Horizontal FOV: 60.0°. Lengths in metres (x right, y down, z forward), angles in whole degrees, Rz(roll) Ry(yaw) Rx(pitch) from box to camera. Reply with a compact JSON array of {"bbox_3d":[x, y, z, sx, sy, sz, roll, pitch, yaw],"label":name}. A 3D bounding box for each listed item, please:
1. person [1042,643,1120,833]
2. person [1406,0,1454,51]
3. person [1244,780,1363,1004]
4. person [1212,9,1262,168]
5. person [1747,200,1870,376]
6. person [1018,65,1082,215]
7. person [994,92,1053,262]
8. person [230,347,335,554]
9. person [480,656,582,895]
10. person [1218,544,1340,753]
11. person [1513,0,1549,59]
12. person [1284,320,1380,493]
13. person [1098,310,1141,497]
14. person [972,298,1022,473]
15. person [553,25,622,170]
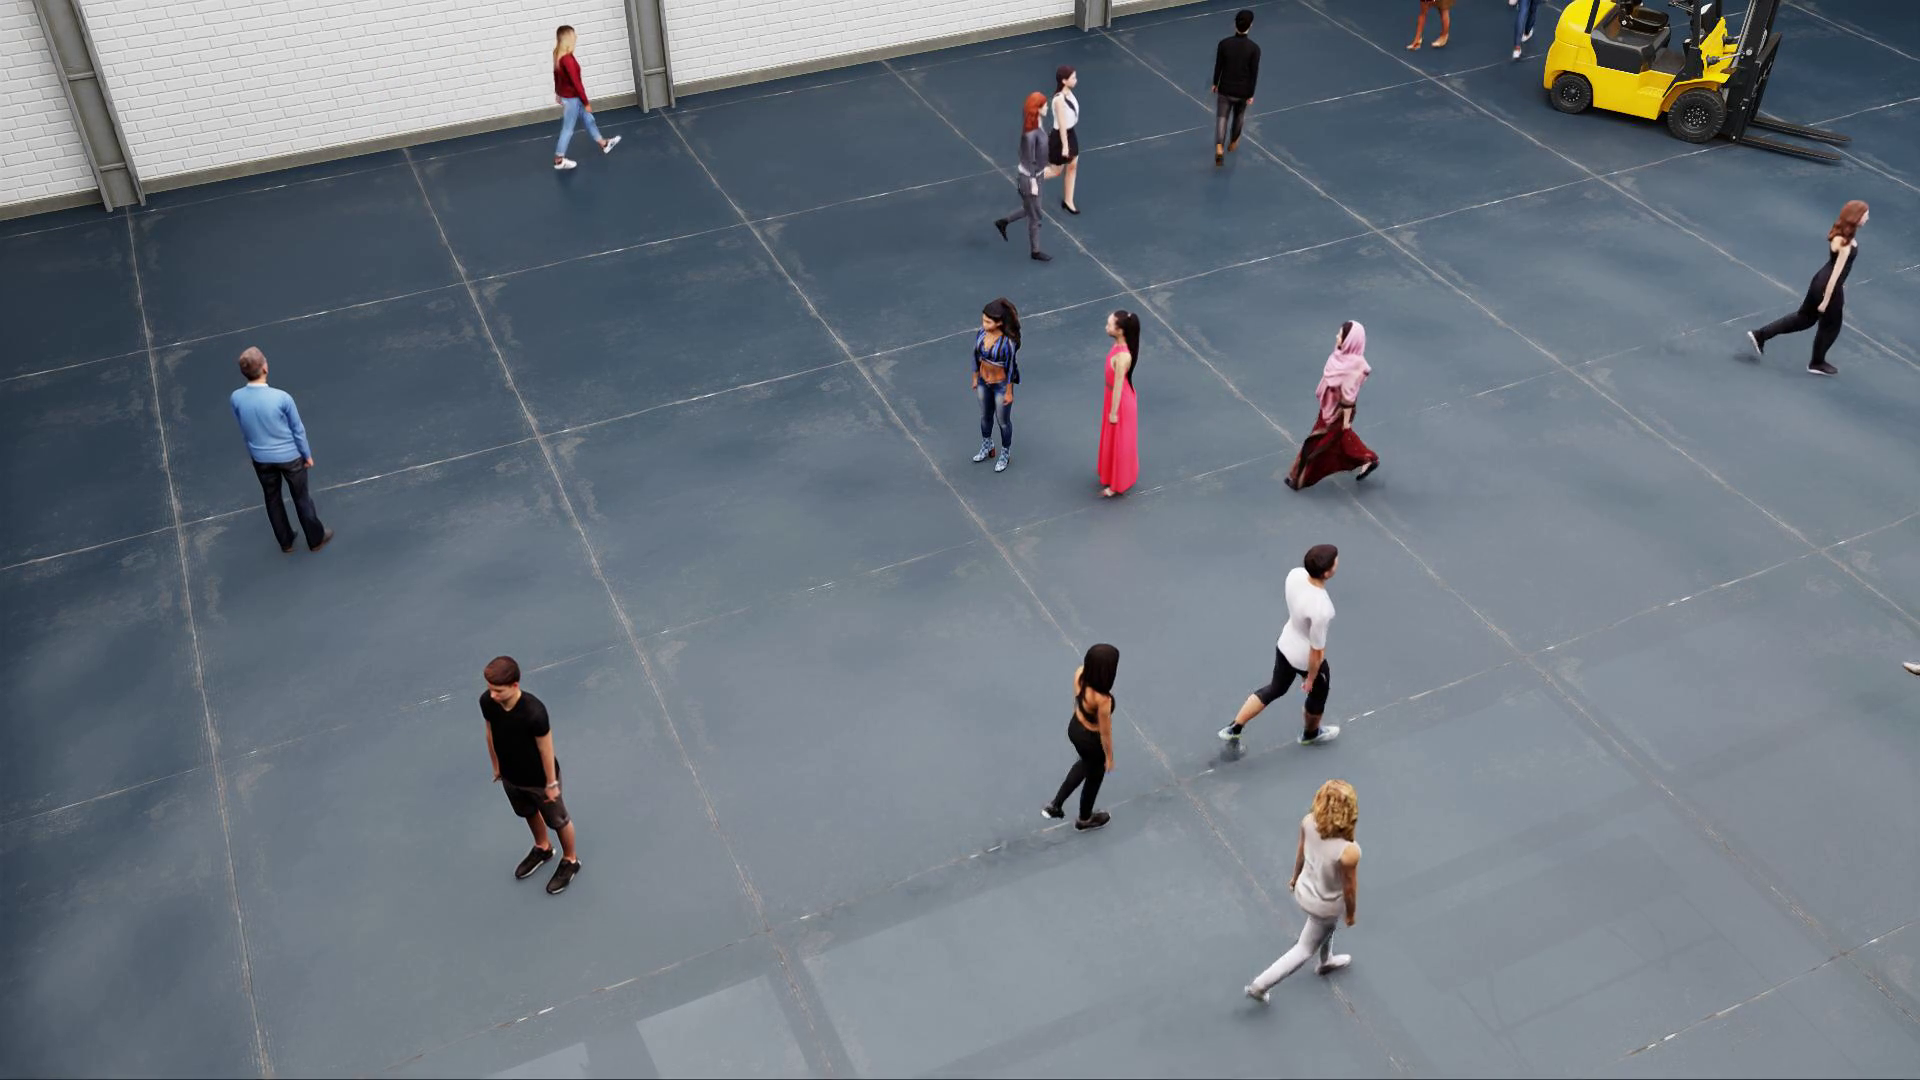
[{"bbox_3d":[0.757,1.296,10.617,0.708,1.631,0.577,-18,42,-22],"label":"person"},{"bbox_3d":[6.085,-6.963,20.953,0.819,1.636,0.582,-11,40,-14],"label":"person"},{"bbox_3d":[2.023,2.086,9.621,1.018,1.639,0.605,-16,41,-19],"label":"person"},{"bbox_3d":[3.025,-4.987,18.434,1.099,1.694,1.102,9,39,11],"label":"person"},{"bbox_3d":[7.740,-2.299,15.044,1.117,1.725,1.025,11,40,13],"label":"person"},{"bbox_3d":[0.994,-4.179,17.474,0.995,1.629,0.916,10,40,12],"label":"person"},{"bbox_3d":[0.651,-3.642,16.696,0.990,1.761,0.911,12,40,14],"label":"person"},{"bbox_3d":[-5.321,-0.684,12.952,0.641,1.811,0.781,0,39,-1],"label":"person"},{"bbox_3d":[-2.646,1.413,10.286,0.740,1.860,0.786,16,41,19],"label":"person"},{"bbox_3d":[2.201,0.767,11.128,1.165,1.820,0.718,-14,41,-17],"label":"person"},{"bbox_3d":[7.144,-6.873,20.799,1.049,1.689,1.186,17,42,20],"label":"person"},{"bbox_3d":[3.163,-1.091,13.621,1.121,1.612,0.948,2,39,2],"label":"person"},{"bbox_3d":[1.306,-1.117,13.565,0.741,1.723,0.707,5,39,6],"label":"person"},{"bbox_3d":[0.294,-1.295,13.871,0.697,1.619,0.692,28,46,30],"label":"person"},{"bbox_3d":[-4.358,-4.828,18.325,1.091,1.581,0.670,-20,43,-23],"label":"person"}]
